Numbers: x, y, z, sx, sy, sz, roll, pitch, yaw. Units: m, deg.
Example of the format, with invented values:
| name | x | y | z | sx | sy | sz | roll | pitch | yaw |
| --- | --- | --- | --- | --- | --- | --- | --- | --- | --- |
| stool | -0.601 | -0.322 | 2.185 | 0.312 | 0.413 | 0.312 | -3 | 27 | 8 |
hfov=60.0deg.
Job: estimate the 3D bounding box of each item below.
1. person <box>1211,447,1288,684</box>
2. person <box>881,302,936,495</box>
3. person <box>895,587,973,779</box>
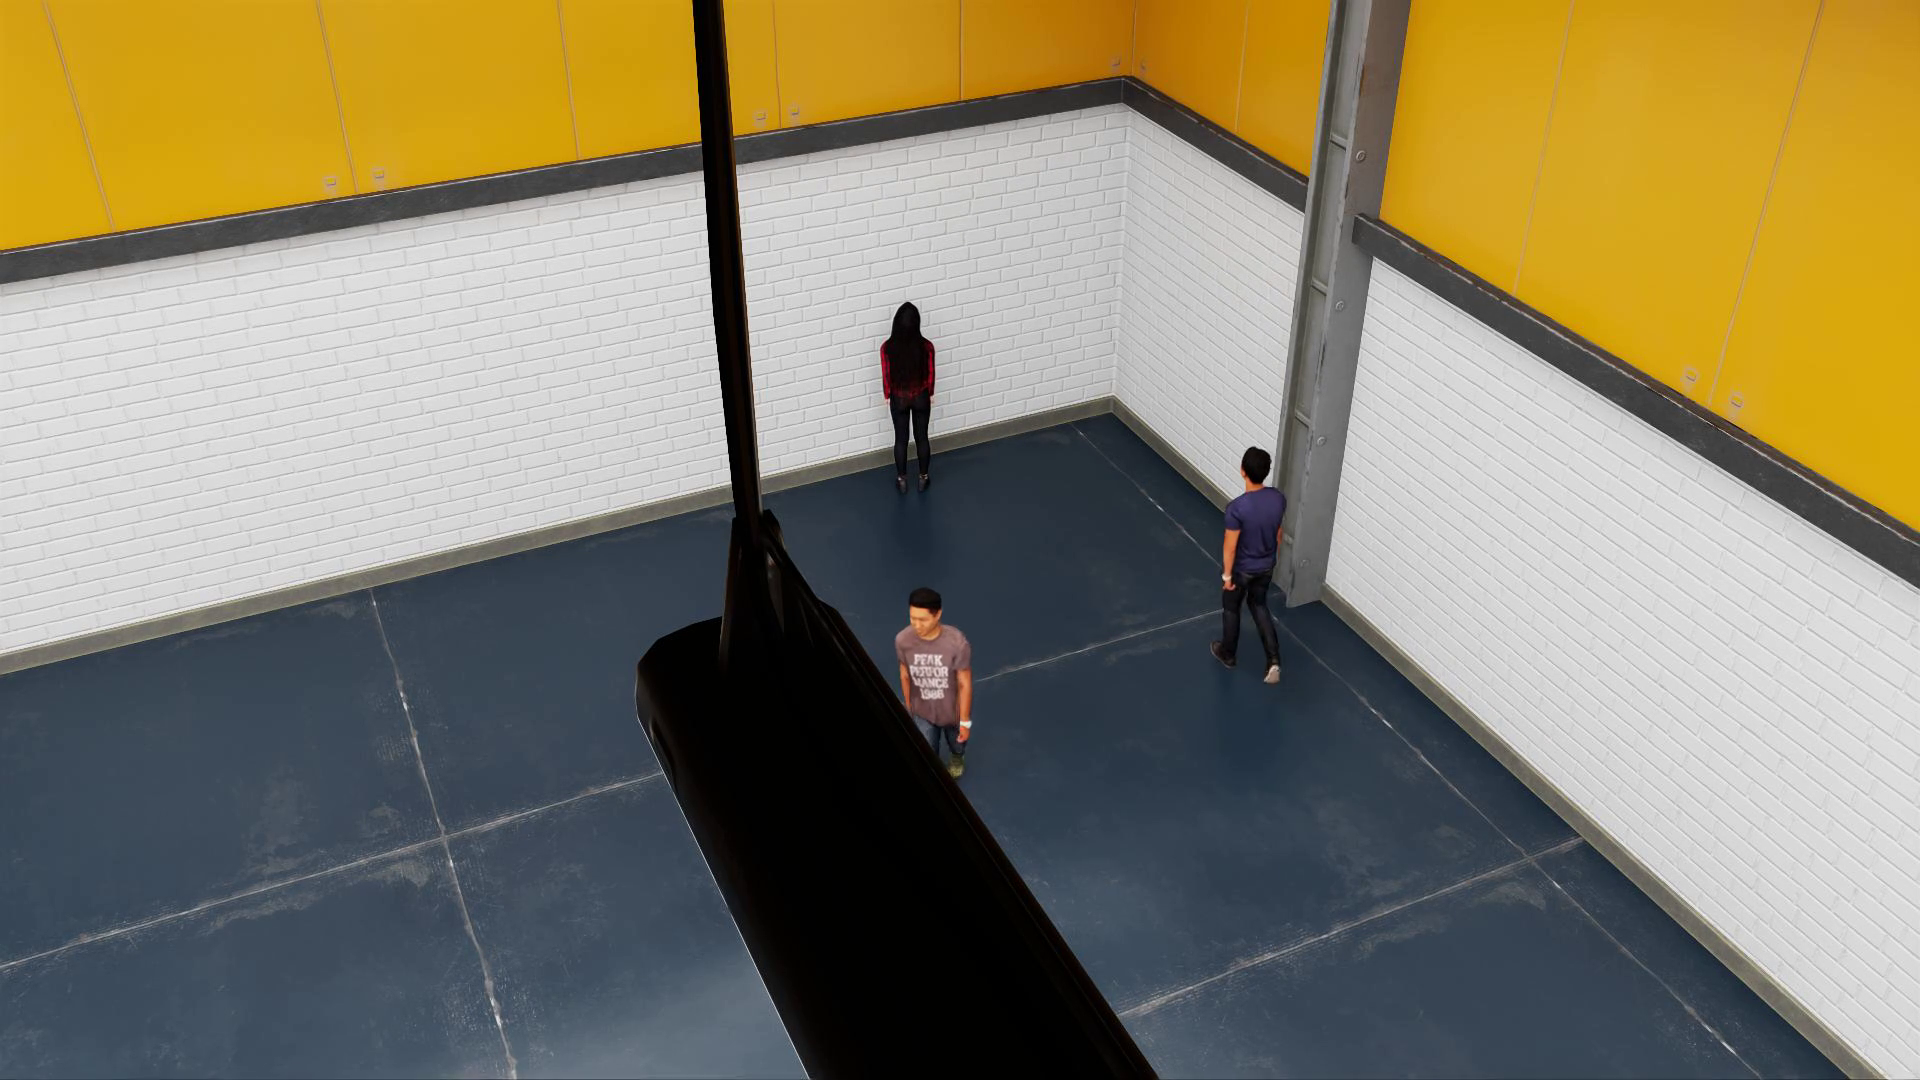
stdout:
| name | x | y | z | sx | sy | sz | roll | pitch | yaw |
| --- | --- | --- | --- | --- | --- | --- | --- | --- | --- |
| person | 2.001 | 0.220 | 11.198 | 0.679 | 1.775 | 0.947 | -12 | 36 | -18 |
| person | -0.396 | -1.127 | 13.330 | 0.644 | 1.658 | 0.613 | -4 | 34 | -5 |
| person | -0.108 | 0.975 | 10.101 | 1.032 | 1.732 | 1.222 | 4 | 34 | 6 |
